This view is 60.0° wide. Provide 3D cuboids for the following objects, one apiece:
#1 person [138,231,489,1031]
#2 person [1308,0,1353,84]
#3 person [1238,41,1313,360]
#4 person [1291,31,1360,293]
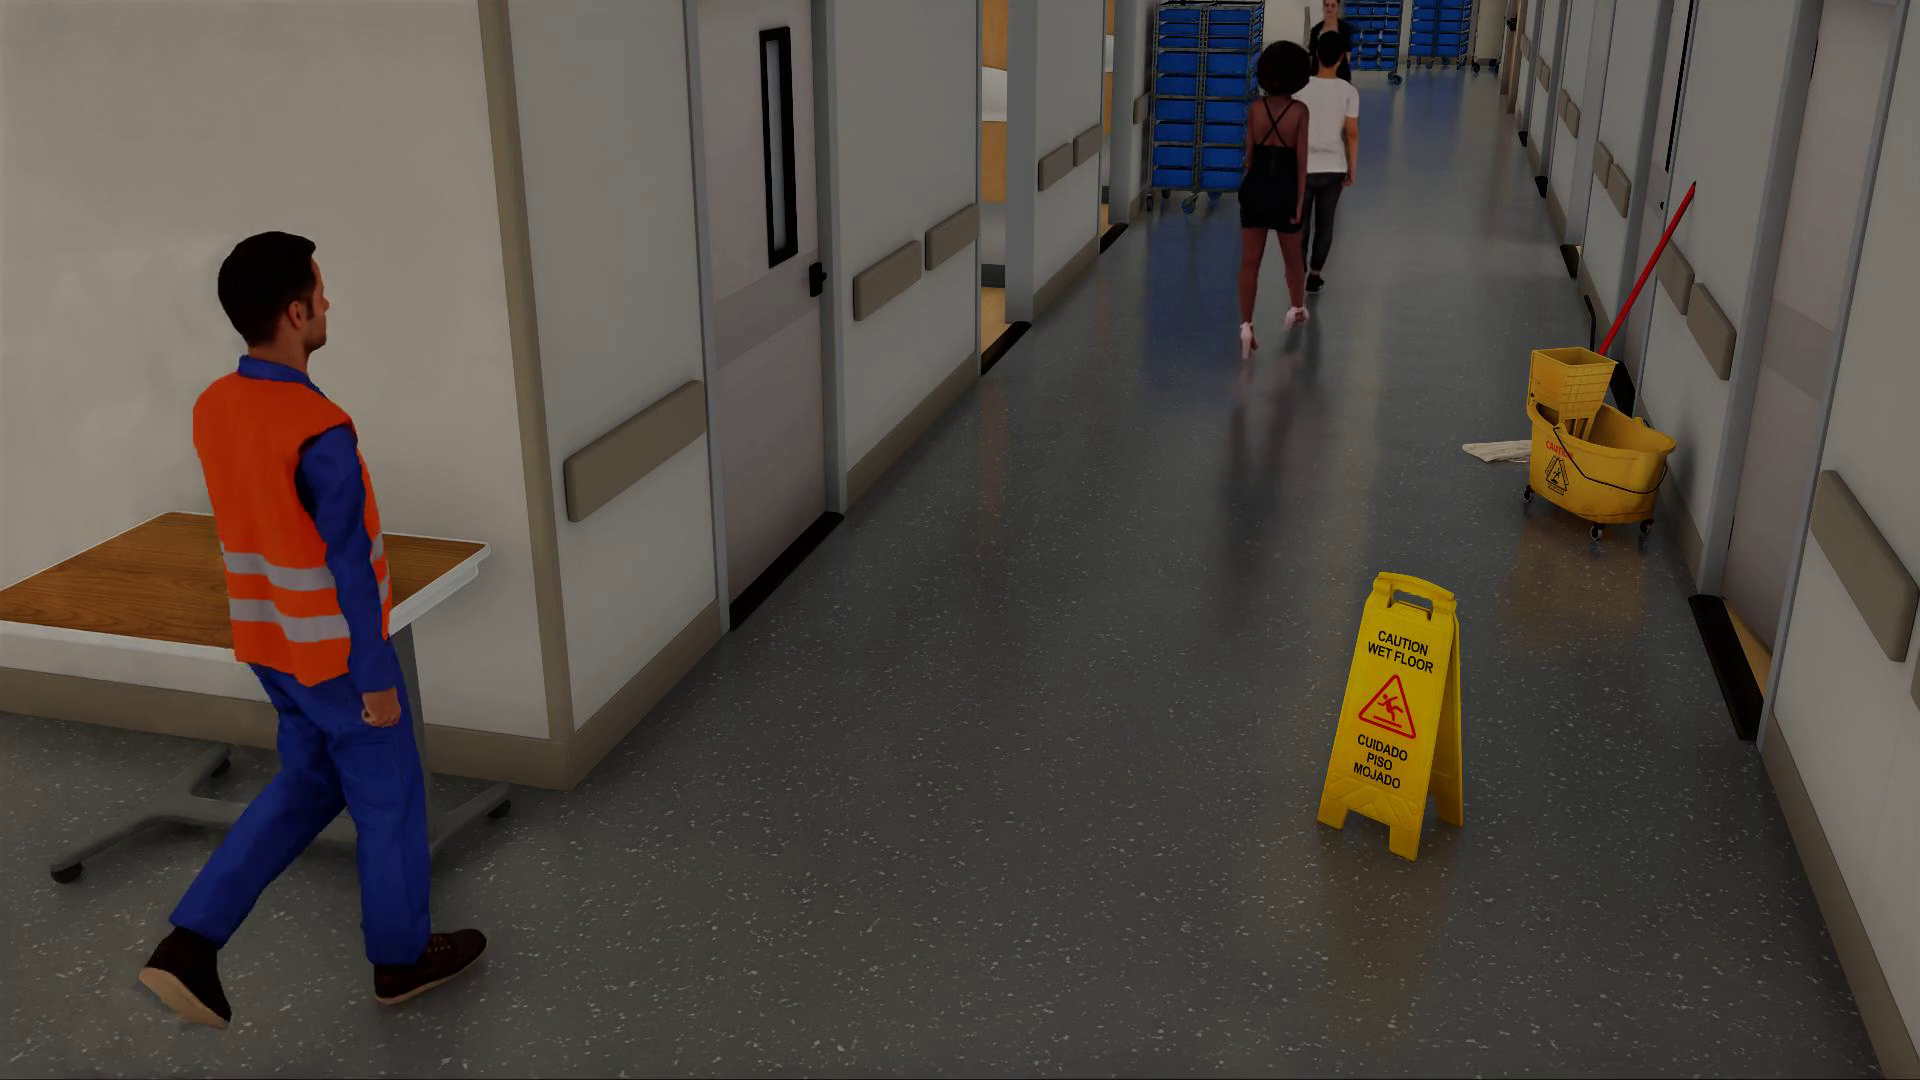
[{"bbox_3d":[-1.459,0.284,3.597,0.947,1.848,1.141,16,26,36],"label":"person"},{"bbox_3d":[3.891,-4.867,17.459,0.723,1.663,0.937,12,24,28],"label":"person"},{"bbox_3d":[1.743,-1.842,9.493,0.646,1.649,0.977,9,23,23],"label":"person"},{"bbox_3d":[2.374,-2.496,11.090,0.653,1.709,0.679,7,22,17],"label":"person"}]
